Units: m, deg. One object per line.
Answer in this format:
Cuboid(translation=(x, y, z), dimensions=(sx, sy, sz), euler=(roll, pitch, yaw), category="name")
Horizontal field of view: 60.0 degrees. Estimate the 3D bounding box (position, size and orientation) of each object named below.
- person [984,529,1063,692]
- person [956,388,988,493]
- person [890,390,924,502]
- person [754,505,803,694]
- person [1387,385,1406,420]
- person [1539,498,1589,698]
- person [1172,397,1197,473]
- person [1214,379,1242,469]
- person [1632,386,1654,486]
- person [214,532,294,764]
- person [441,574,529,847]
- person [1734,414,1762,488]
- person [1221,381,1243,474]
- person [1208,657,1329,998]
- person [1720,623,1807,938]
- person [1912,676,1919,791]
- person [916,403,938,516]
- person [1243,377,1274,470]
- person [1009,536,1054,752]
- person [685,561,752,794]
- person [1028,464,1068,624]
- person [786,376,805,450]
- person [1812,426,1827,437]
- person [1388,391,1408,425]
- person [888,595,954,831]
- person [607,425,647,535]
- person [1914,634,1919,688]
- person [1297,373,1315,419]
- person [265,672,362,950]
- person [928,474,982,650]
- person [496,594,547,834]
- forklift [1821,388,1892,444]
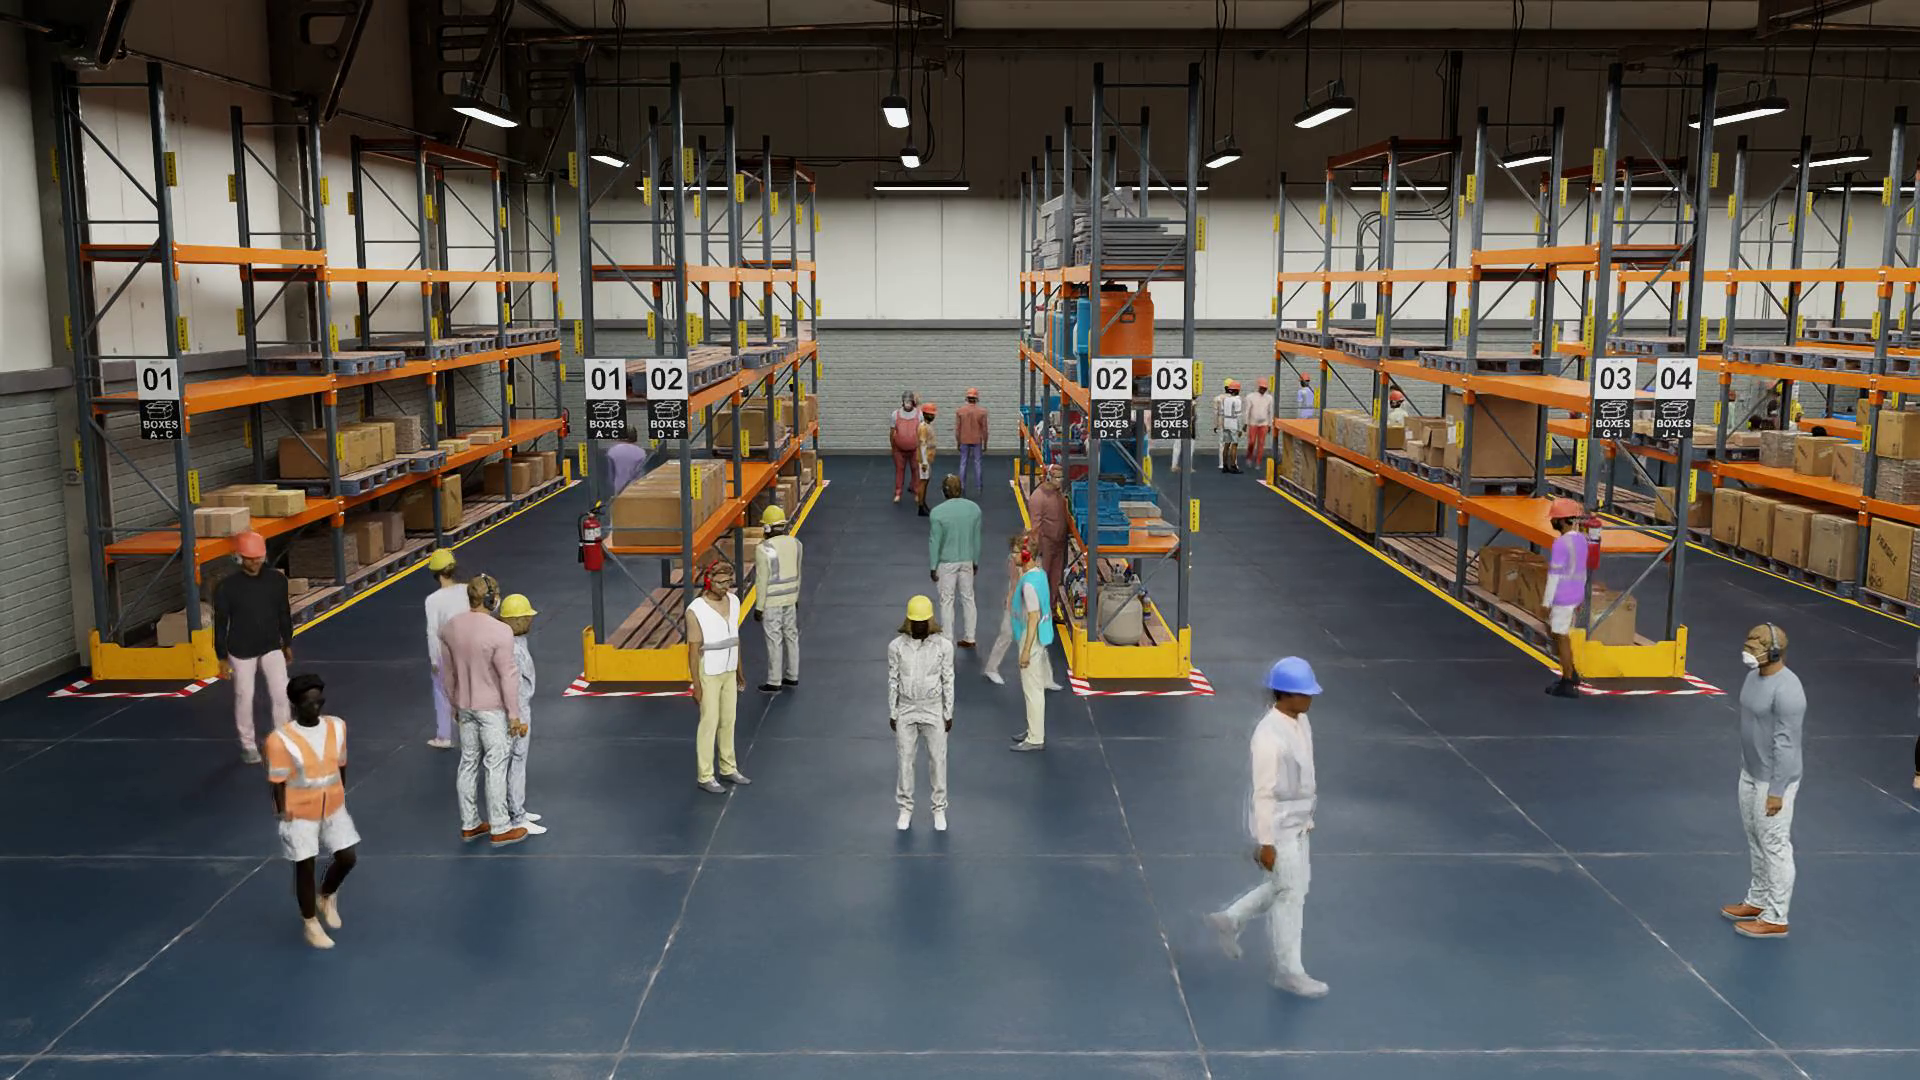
Cuboid(translation=(0.600, 0.666, 16.300), dimensions=(0.872, 1.595, 0.497), euler=(8, 12, 41), category="person")
Cuboid(translation=(0.230, -1.864, 31.344), dimensions=(0.608, 1.985, 0.413), euler=(1, 9, 7), category="person")
Cuboid(translation=(-0.931, -1.687, 29.998), dimensions=(0.682, 2.000, 0.537), euler=(0, 9, 2), category="person")
Cuboid(translation=(-1.780, 0.576, 16.103), dimensions=(0.404, 1.834, 0.591), euler=(7, 11, 38), category="person")
Cuboid(translation=(9.034, -2.301, 34.563), dimensions=(0.514, 1.856, 0.553), euler=(-8, 12, -41), category="person")
Cuboid(translation=(5.786, 0.553, 15.958), dimensions=(0.434, 1.919, 0.546), euler=(7, 11, 39), category="person")
Cuboid(translation=(4.696, -2.293, 34.660), dimensions=(0.473, 1.804, 0.676), euler=(-3, 9, -18), category="person")
Cuboid(translation=(5.689, -2.463, 35.349), dimensions=(0.587, 1.928, 0.382), euler=(2, 9, 13), category="person")
Cuboid(translation=(13.365, -2.029, 32.493), dimensions=(0.384, 1.948, 0.605), euler=(1, 9, 6), category="person")
Cuboid(translation=(-5.690, 0.915, 13.522), dimensions=(0.666, 1.950, 0.956), euler=(-8, 12, -41), category="person")
Cuboid(translation=(-3.366, 1.198, 11.765), dimensions=(0.635, 1.937, 0.352), euler=(5, 10, 27), category="person")
Cuboid(translation=(12.756, -1.109, 26.896), dimensions=(0.538, 1.843, 0.491), euler=(-1, 9, -4), category="person")
Cuboid(translation=(5.676, -2.343, 34.548), dimensions=(0.373, 1.934, 0.551), euler=(-6, 10, -32), category="person")
Cuboid(translation=(1.757, 1.580, 9.346), dimensions=(0.664, 1.925, 0.622), euler=(5, 10, 28), category="person")
Cuboid(translation=(4.923, 1.456, 10.161), dimensions=(0.382, 1.932, 0.622), euler=(1, 9, 4), category="person")
Cuboid(translation=(7.579, 1.157, 12.806), dimensions=(0.319, 1.697, 0.532), euler=(1, 9, 9), category="person")
Cuboid(translation=(-0.552, -1.373, 28.319), dimensions=(0.376, 1.934, 0.547), euler=(1, 9, 7), category="person")
Cuboid(translation=(6.326, -2.455, 35.163), dimensions=(0.634, 1.967, 0.458), euler=(0, 9, -3), category="person")
Cuboid(translation=(0.610, 0.877, 14.126), dimensions=(0.372, 1.843, 0.570), euler=(1, 9, 7), category="person")
Cuboid(translation=(-1.915, 1.063, 12.993), dimensions=(0.404, 1.831, 0.573), euler=(5, 10, 31), category="person")
Cuboid(translation=(1.047, 0.069, 19.175), dimensions=(0.400, 1.900, 0.646), euler=(6, 11, 35), category="person")
Cuboid(translation=(-3.616, -2.635, 36.467), dimensions=(0.386, 1.922, 0.594), euler=(3, 9, 16), category="person")
Cuboid(translation=(13.691, -0.974, 26.554), dimensions=(0.320, 1.691, 0.538), euler=(6, 11, 33), category="person")
Cuboid(translation=(7.942, -1.719, 30.346), dimensions=(0.380, 1.994, 0.618), euler=(7, 11, 38), category="person")
Cuboid(translation=(-0.285, 1.252, 12.067), dimensions=(0.485, 1.737, 0.322), euler=(1, 9, 5), category="person")
Cuboid(translation=(-4.859, -0.724, 24.288), dimensions=(0.641, 1.902, 0.993), euler=(2, 9, 11), category="person")
Cuboid(translation=(7.958, 0.990, 13.241), dimensions=(0.723, 1.896, 0.494), euler=(-2, 9, -11), category="person")
Cuboid(translation=(7.787, -2.811, 37.589), dimensions=(0.543, 1.928, 0.380), euler=(-6, 11, -36), category="person")
Cuboid(translation=(-3.845, 1.615, 9.899), dimensions=(0.362, 1.684, 0.538), euler=(8, 12, 41), category="person")
Cuboid(translation=(-0.056, 0.252, 17.889), dimensions=(0.629, 1.933, 0.364), euler=(-5, 10, -28), category="person")
Cuboid(translation=(-3.192, 1.251, 12.052), dimensions=(0.294, 1.744, 0.485), euler=(-3, 9, -20), category="person")
Cuboid(translation=(20.072, -3.110, 36.462), dimensions=(1.873, 2.768, 1.129), euler=(0, 9, 0), category="forklift")
